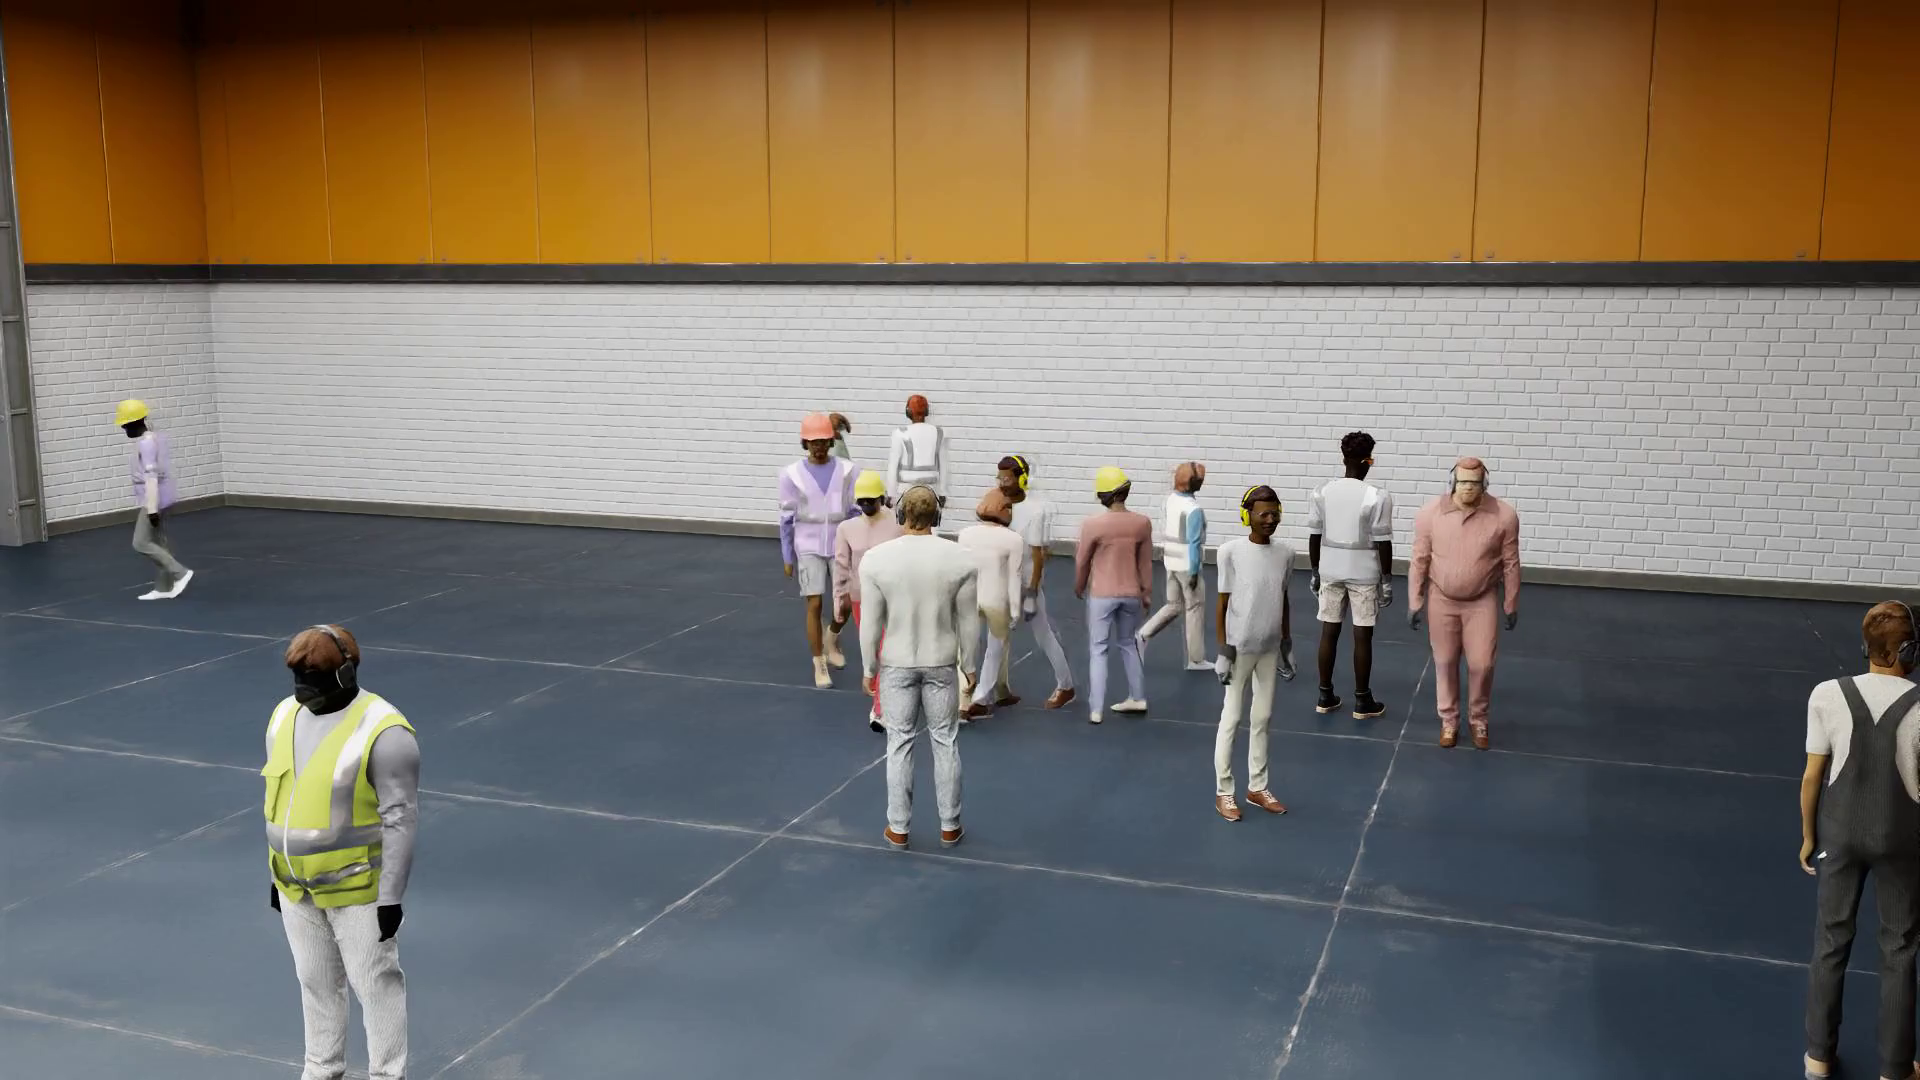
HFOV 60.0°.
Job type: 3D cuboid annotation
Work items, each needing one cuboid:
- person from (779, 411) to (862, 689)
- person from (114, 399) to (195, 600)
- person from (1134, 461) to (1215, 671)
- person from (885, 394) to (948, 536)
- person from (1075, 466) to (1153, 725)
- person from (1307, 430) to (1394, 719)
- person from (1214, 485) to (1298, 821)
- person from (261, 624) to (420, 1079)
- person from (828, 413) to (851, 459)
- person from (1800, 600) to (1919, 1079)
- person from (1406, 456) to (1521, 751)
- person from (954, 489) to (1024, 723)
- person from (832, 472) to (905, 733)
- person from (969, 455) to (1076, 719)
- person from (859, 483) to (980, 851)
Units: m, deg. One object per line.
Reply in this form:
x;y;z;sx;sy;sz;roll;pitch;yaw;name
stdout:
-1.013;0.061;12.226;0.635;2.029;0.522;-3;10;-16;person
-7.401;-0.354;15.237;0.520;1.889;0.683;-3;10;-20;person
1.644;0.207;12.568;0.629;1.622;0.519;-4;10;-21;person
-0.426;-0.475;16.036;0.590;1.869;0.400;-5;10;-27;person
1.024;0.366;11.219;0.524;1.747;0.450;-5;10;-27;person
2.671;0.234;11.348;0.613;1.964;0.361;7;12;38;person
1.651;0.617;9.266;0.520;1.874;0.332;-4;10;-22;person
-2.170;1.194;5.784;0.626;1.842;0.429;4;10;23;person
-1.256;-0.534;17.271;0.341;1.600;0.592;1;9;7;person
3.373;1.136;6.145;0.505;1.840;0.345;8;12;39;person
3.182;0.405;10.542;0.671;1.887;0.483;4;10;21;person
0.176;0.441;11.287;0.540;1.579;0.864;4;10;24;person
-0.585;0.412;10.994;0.544;1.719;0.901;2;9;11;person
0.421;0.322;11.344;1.032;1.810;0.530;-6;11;-35;person
-0.211;0.668;8.741;0.634;1.937;0.355;-1;9;-6;person
